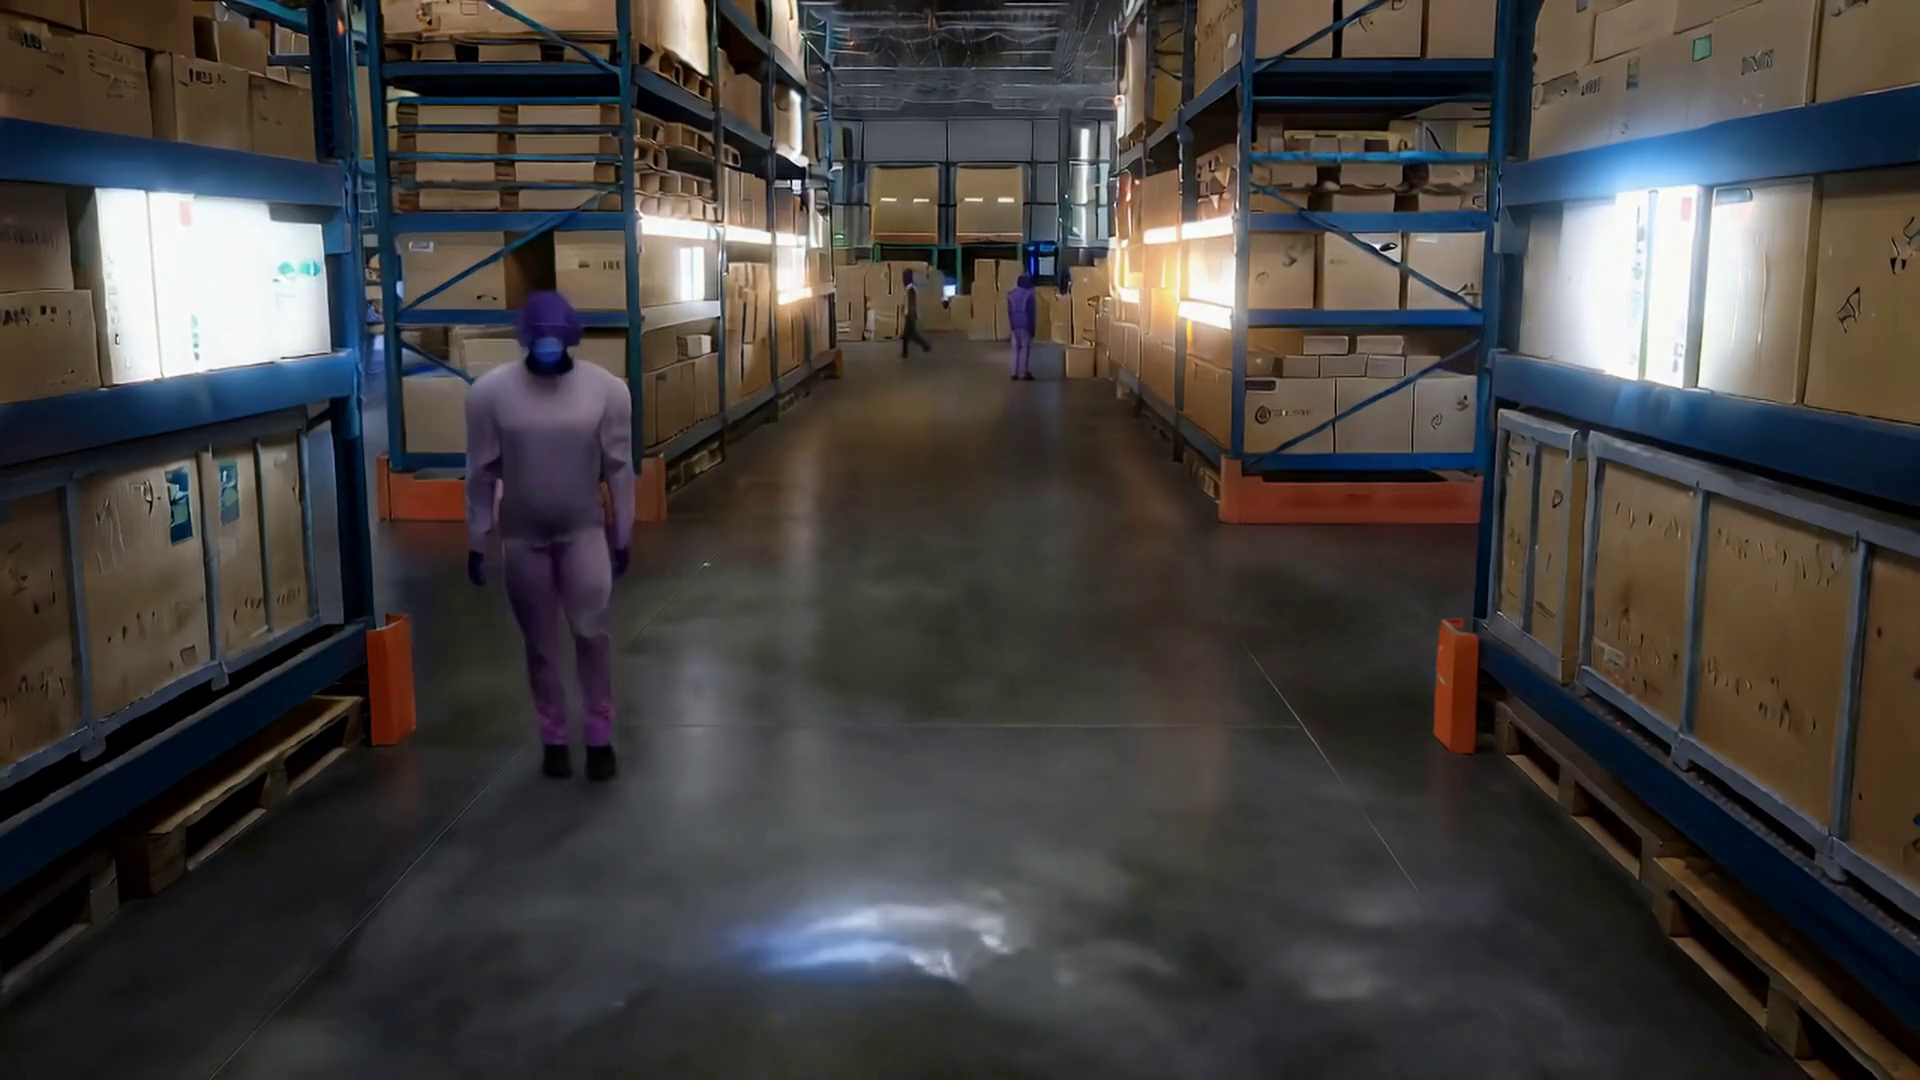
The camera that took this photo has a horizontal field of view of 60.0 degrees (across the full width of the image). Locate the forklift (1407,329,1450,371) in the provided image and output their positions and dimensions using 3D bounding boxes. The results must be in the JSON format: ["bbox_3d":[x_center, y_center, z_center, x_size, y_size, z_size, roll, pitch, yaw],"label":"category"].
[{"bbox_3d":[7.077,-3.506,24.564,1.129,2.768,1.873,-4,10,-24],"label":"forklift"}]

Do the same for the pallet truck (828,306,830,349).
[{"bbox_3d":[-3.100,-3.940,29.800,1.885,1.965,0.823,3,10,19],"label":"pallet truck"}]

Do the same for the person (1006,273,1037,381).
[{"bbox_3d":[1.071,-3.648,28.530,0.429,1.839,0.633,-7,12,-37],"label":"person"}]

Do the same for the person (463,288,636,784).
[{"bbox_3d":[-1.570,0.006,6.394,0.641,1.918,0.616,-2,10,-10],"label":"person"}]

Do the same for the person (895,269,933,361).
[{"bbox_3d":[-0.953,-4.605,34.100,0.720,1.898,0.598,-2,10,-10],"label":"person"}]

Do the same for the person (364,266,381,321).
[{"bbox_3d":[-20.426,-8.583,57.863,0.612,1.910,0.561,-7,12,-35],"label":"person"}]

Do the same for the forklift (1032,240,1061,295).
[{"bbox_3d":[3.176,-9.648,61.353,1.129,2.768,1.873,0,9,1],"label":"forklift"}]
